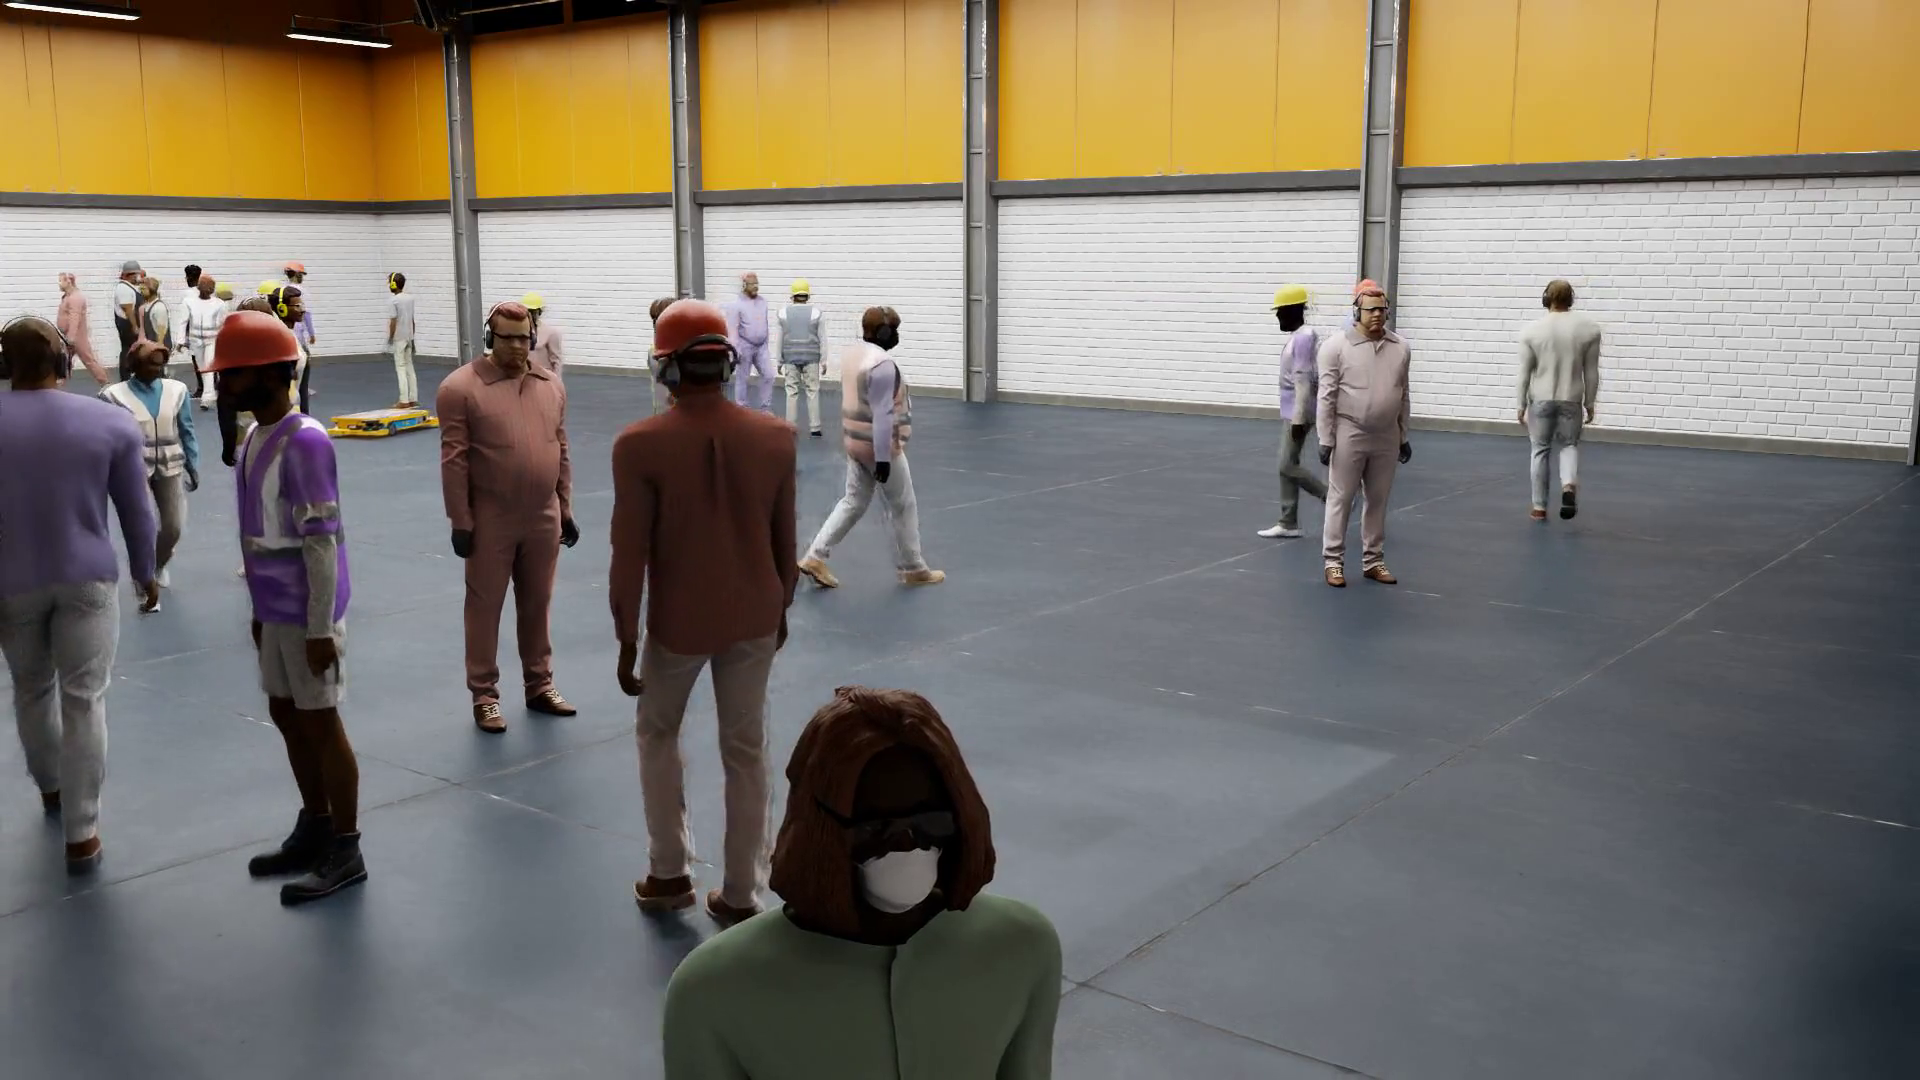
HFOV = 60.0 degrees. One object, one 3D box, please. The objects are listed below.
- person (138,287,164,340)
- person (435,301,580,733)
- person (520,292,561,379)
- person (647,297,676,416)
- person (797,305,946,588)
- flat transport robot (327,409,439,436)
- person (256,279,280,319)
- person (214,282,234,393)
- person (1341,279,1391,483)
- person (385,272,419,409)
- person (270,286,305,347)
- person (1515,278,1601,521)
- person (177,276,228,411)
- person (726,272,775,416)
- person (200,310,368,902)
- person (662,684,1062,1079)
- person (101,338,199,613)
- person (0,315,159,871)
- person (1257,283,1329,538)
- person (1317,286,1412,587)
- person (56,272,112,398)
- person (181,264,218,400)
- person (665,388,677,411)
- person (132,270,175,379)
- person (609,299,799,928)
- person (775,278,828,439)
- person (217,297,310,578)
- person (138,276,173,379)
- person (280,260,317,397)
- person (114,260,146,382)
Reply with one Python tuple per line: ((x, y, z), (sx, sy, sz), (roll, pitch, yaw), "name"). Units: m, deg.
((-11.309, -2.708, 23.066), (0.754, 1.730, 0.551), (-9, 13, -42), "person")
((-1.993, -0.110, 7.455), (0.406, 1.902, 0.636), (9, 13, 43), "person")
((-4.124, -1.515, 16.066), (0.548, 1.744, 0.611), (1, 10, 5), "person")
((-1.992, -0.882, 12.243), (0.851, 1.806, 0.629), (8, 13, 40), "person")
((-0.583, -0.579, 10.489), (0.927, 1.805, 0.632), (-4, 11, -24), "person")
((-6.834, -1.401, 19.707), (0.652, 0.197, 1.431), (2, 10, 13), "flat transport robot")
((-7.677, -1.984, 18.570), (0.403, 1.828, 0.596), (-3, 10, -16), "person")
((-10.960, -3.032, 25.021), (0.842, 1.710, 0.494), (-3, 10, -17), "person")
((3.709, -1.424, 15.156), (0.553, 1.896, 0.436), (-6, 11, -31), "person")
((-7.618, -2.710, 22.683), (0.317, 1.871, 0.516), (3, 10, 17), "person")
((-5.066, -0.986, 12.635), (0.328, 1.874, 0.521), (-2, 10, -13), "person")
((4.655, -1.073, 12.983), (0.641, 1.926, 0.614), (2, 10, 10), "person")
((-10.274, -2.674, 22.644), (0.603, 1.819, 1.007), (-2, 10, -10), "person")
((-2.546, -2.376, 20.681), (0.708, 1.880, 0.684), (9, 13, 42), "person")
((-2.218, 0.218, 5.468), (0.396, 1.930, 0.557), (-8, 13, -39), "person")
((-0.097, 0.966, 1.966), (0.497, 1.633, 0.285), (-5, 11, -26), "person")
((-4.889, -0.409, 10.006), (0.531, 1.617, 0.600), (-9, 13, -43), "person")
((-3.216, 0.152, 5.952), (0.651, 1.887, 1.009), (-4, 10, -21), "person")
((2.546, -0.938, 12.268), (0.575, 1.900, 0.606), (1, 10, 6), "person")
((2.588, -0.653, 10.594), (0.652, 1.906, 0.405), (-3, 10, -15), "person")
((-12.929, -2.982, 24.312), (0.987, 1.862, 0.661), (-7, 12, -37), "person")
((-11.089, -3.024, 24.222), (0.361, 1.963, 0.613), (3, 10, 16), "person")
((-1.814, -0.648, 11.179), (0.319, 1.696, 0.532), (0, 10, 2), "person")
((-13.420, -3.520, 27.453), (0.611, 1.843, 0.924), (2, 10, 13), "person")
((-0.808, 0.238, 5.227), (0.649, 1.965, 0.669), (-5, 11, -25), "person")
((-1.808, -2.065, 19.027), (0.601, 1.832, 0.404), (0, 10, 1), "person")
((-4.543, -0.660, 10.870), (0.431, 1.836, 0.619), (6, 12, 33), "person")
((-10.122, -2.406, 21.013), (0.464, 1.831, 0.547), (-7, 12, -35), "person")
((-9.665, -3.078, 24.394), (0.650, 2.011, 0.695), (8, 13, 39), "person")
((-12.885, -3.373, 26.041), (0.697, 2.000, 0.692), (-2, 10, -9), "person")
